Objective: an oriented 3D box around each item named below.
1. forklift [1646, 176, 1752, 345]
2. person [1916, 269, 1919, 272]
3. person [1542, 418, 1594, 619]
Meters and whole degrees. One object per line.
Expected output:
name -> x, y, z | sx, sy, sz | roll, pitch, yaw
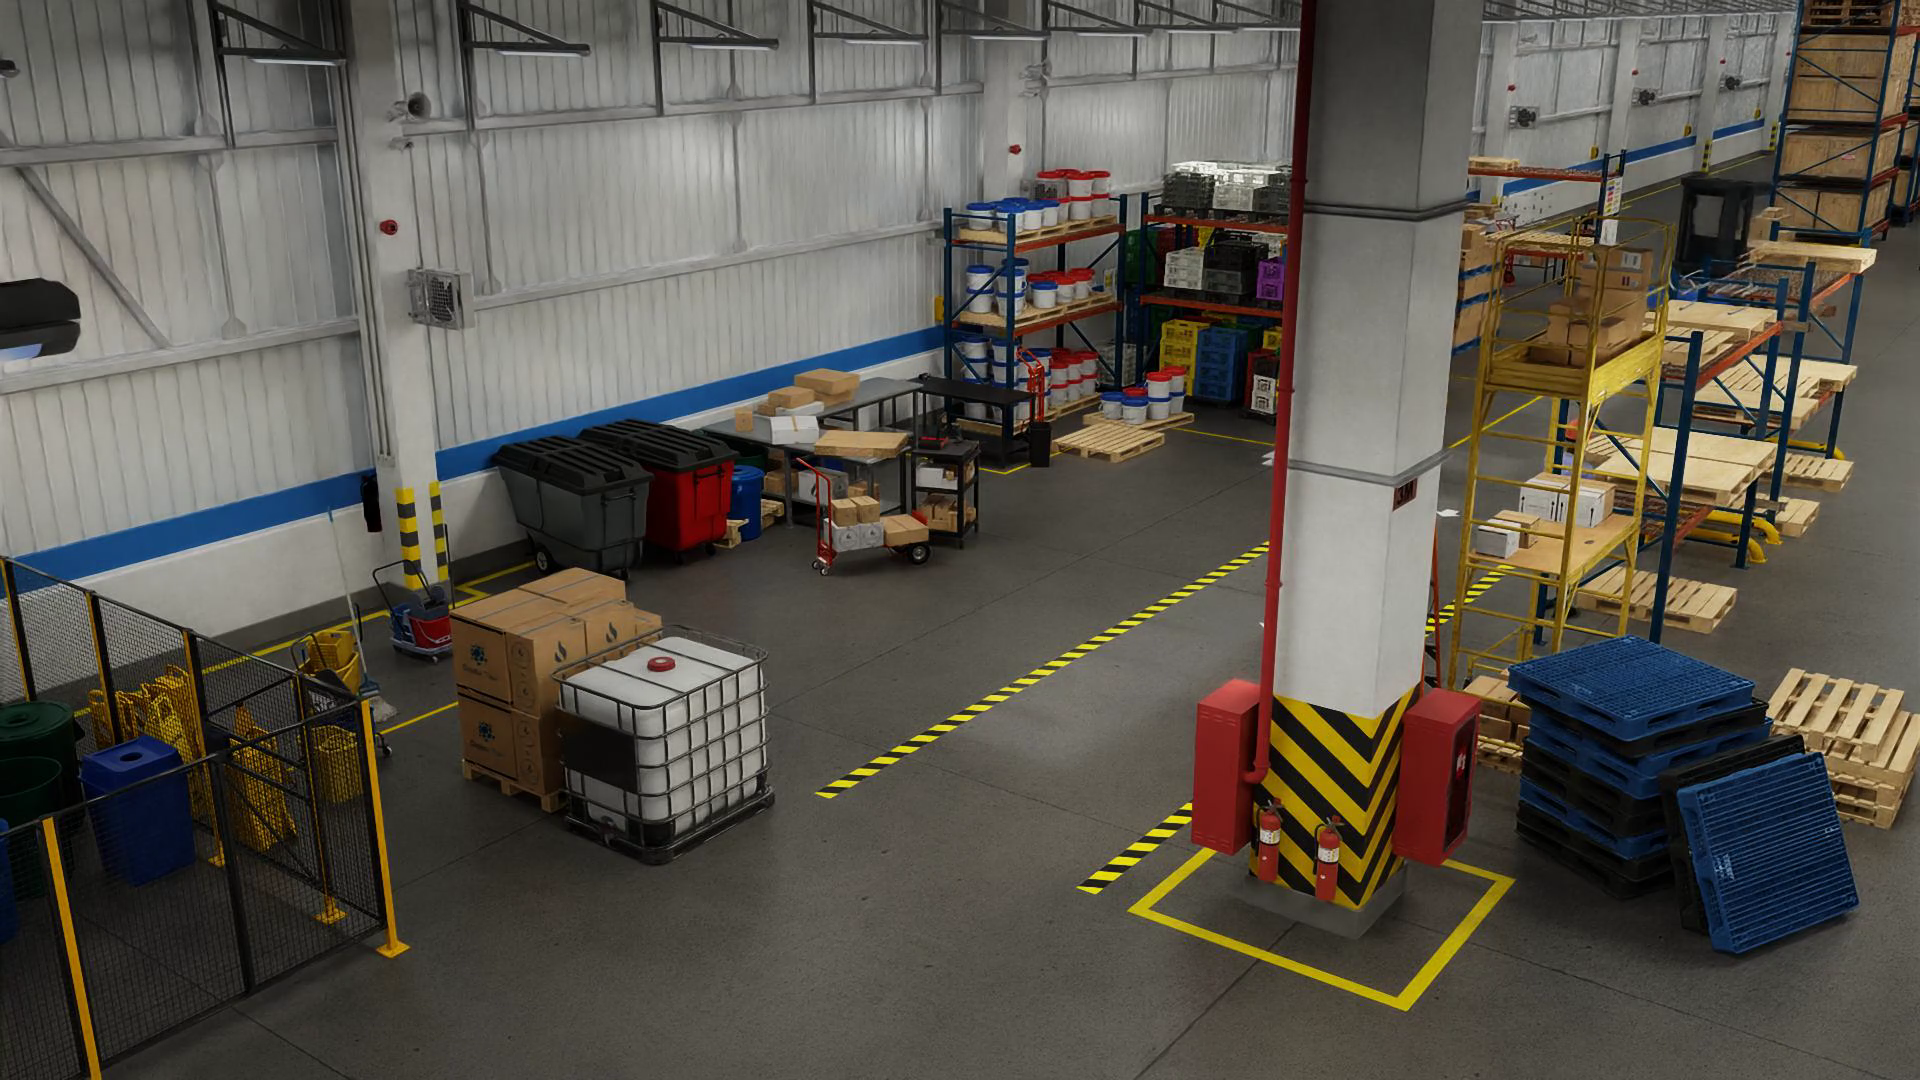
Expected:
forklift -> 12.394, -4.636, 27.809 | 1.873, 2.768, 1.129 | -13, 22, -34
person -> 20.893, -6.686, 35.542 | 0.662, 1.978, 0.430 | -5, 19, -14
person -> 5.738, -0.210, 15.754 | 0.373, 1.934, 0.551 | -11, 21, -30
